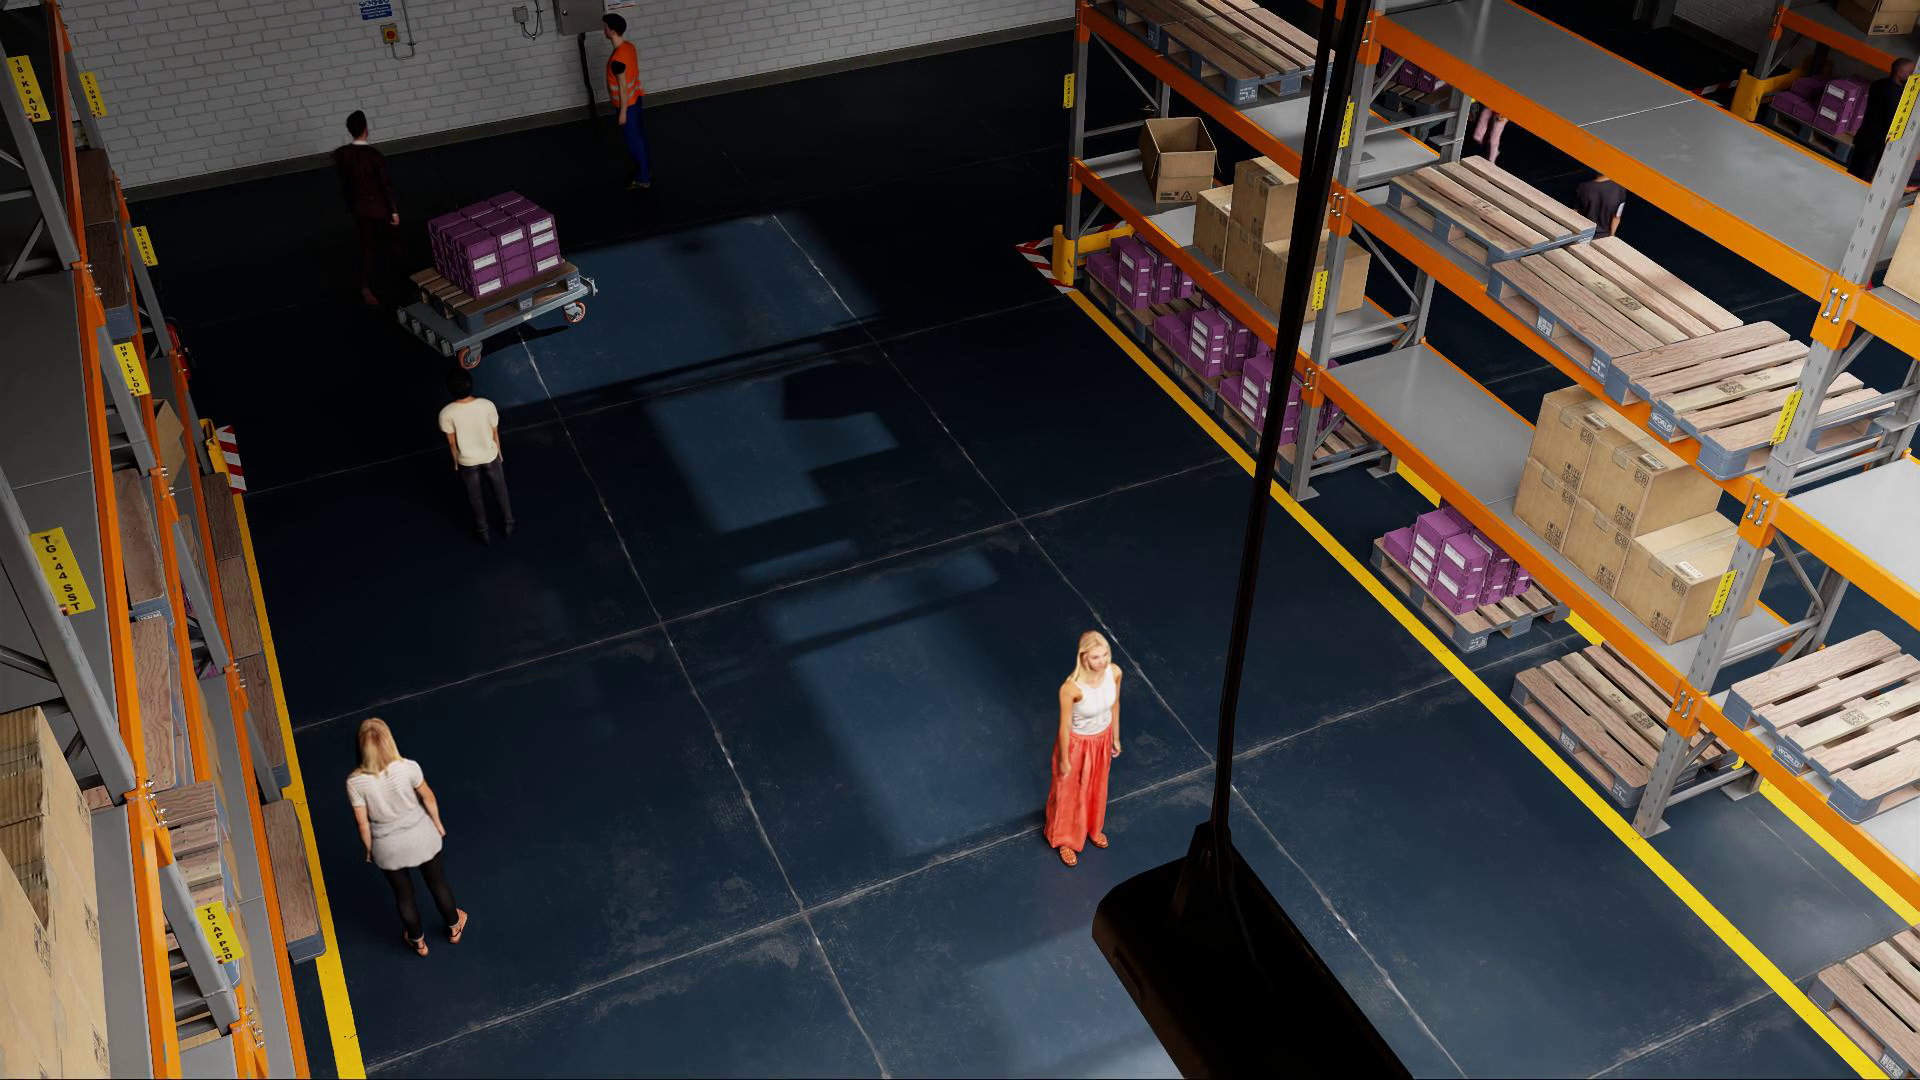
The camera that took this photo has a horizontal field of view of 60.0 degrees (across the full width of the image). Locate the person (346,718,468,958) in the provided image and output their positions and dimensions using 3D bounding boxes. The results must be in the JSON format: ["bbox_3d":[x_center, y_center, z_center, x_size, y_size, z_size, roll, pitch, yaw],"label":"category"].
[{"bbox_3d":[-3.227,1.737,9.645,0.604,1.825,0.508,-16,41,-19],"label":"person"}]

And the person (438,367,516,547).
[{"bbox_3d":[-3.716,-0.640,12.812,0.588,1.588,0.460,-16,41,-19],"label":"person"}]

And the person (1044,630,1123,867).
[{"bbox_3d":[0.772,1.255,10.267,0.653,1.803,0.620,-23,44,-26],"label":"person"}]

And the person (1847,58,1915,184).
[{"bbox_3d":[9.218,-3.998,16.833,0.848,1.818,0.723,3,39,4],"label":"person"}]

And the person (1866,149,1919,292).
[{"bbox_3d":[8.930,-3.282,15.956,0.920,1.792,1.036,5,39,7],"label":"person"}]

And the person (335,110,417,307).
[{"bbox_3d":[-5.563,-3.100,15.691,1.055,1.840,1.218,5,39,6],"label":"person"}]

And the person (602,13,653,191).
[{"bbox_3d":[-3.506,-4.629,17.567,0.837,1.886,0.726,1,39,1],"label":"person"}]
